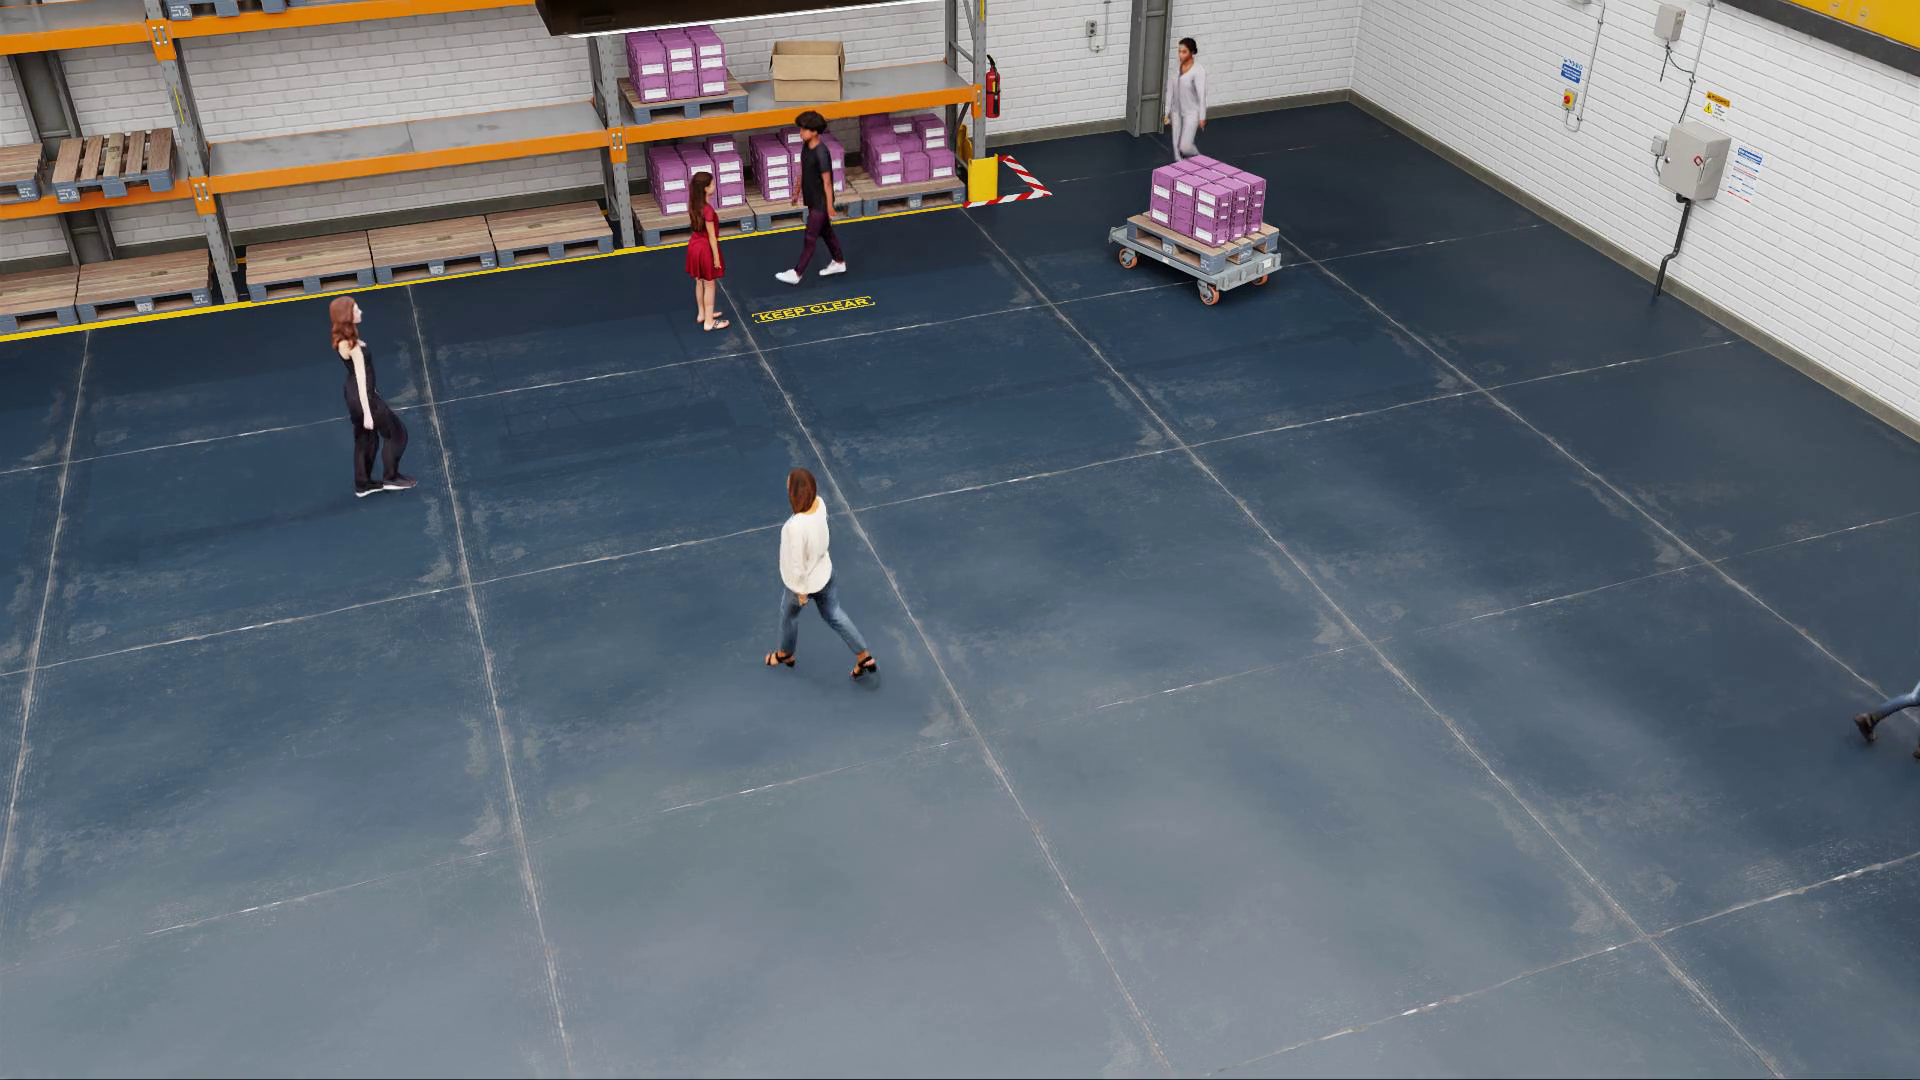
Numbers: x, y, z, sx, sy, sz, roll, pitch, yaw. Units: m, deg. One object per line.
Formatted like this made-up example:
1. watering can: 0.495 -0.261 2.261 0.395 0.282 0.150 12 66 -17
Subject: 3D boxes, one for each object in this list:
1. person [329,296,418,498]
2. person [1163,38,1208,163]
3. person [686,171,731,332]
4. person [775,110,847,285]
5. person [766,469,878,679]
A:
1. person: -4.810 -1.088 13.136 0.755 1.729 0.692 -19 38 -26
2. person: 2.620 -4.862 18.831 0.826 1.711 0.765 -25 41 -33
3. person: -2.430 -2.760 15.813 0.667 1.550 0.607 -21 39 -28
4. person: -1.351 -3.432 16.645 1.054 1.749 0.692 -15 36 -21
5. person: -0.922 0.267 11.169 1.136 1.650 1.074 14 36 20
